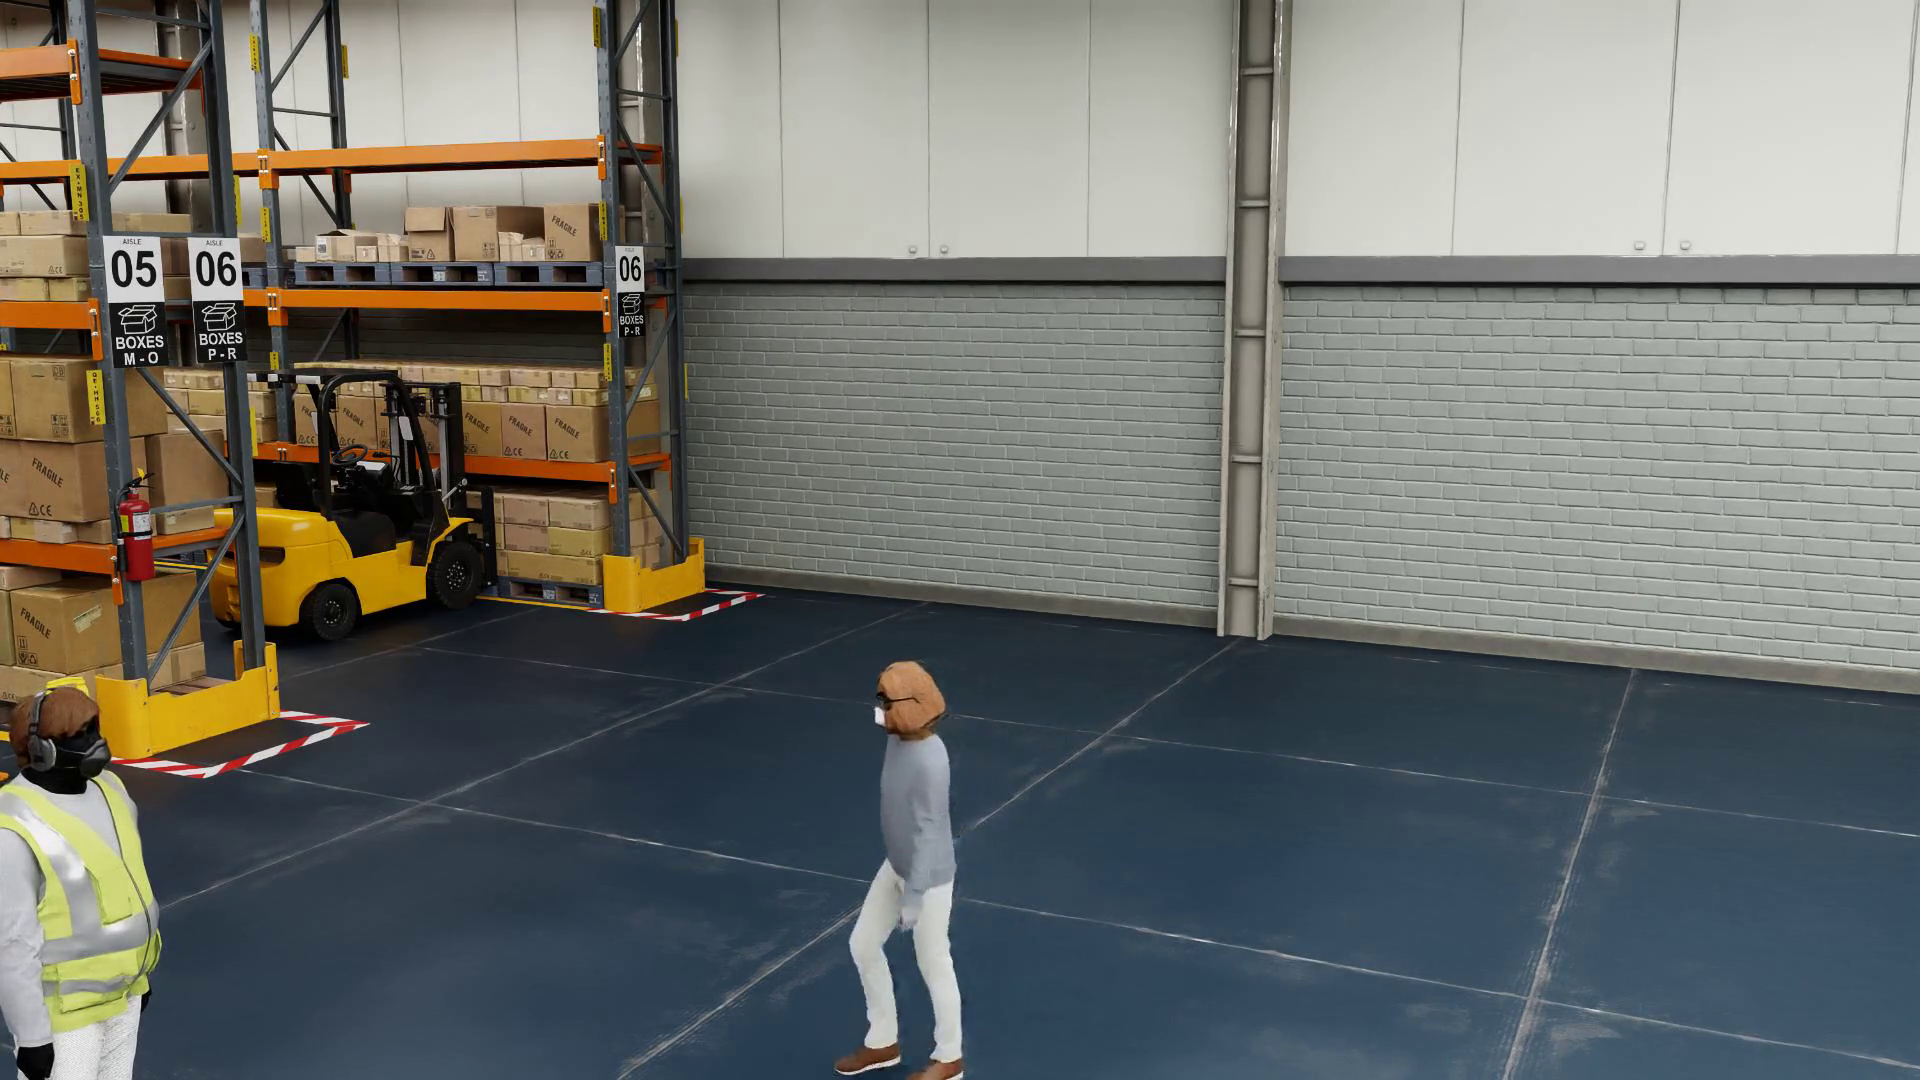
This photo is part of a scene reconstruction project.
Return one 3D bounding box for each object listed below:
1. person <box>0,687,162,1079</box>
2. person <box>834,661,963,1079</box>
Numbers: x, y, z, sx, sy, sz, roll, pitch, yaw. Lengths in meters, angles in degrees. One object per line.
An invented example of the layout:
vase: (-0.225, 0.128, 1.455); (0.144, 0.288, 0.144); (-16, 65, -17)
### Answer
person: (-2.566, 1.331, 4.868); (0.429, 1.846, 0.625); (0, 9, 0)
person: (-0.231, 1.247, 6.072); (0.571, 1.615, 0.514); (-4, 10, -24)
